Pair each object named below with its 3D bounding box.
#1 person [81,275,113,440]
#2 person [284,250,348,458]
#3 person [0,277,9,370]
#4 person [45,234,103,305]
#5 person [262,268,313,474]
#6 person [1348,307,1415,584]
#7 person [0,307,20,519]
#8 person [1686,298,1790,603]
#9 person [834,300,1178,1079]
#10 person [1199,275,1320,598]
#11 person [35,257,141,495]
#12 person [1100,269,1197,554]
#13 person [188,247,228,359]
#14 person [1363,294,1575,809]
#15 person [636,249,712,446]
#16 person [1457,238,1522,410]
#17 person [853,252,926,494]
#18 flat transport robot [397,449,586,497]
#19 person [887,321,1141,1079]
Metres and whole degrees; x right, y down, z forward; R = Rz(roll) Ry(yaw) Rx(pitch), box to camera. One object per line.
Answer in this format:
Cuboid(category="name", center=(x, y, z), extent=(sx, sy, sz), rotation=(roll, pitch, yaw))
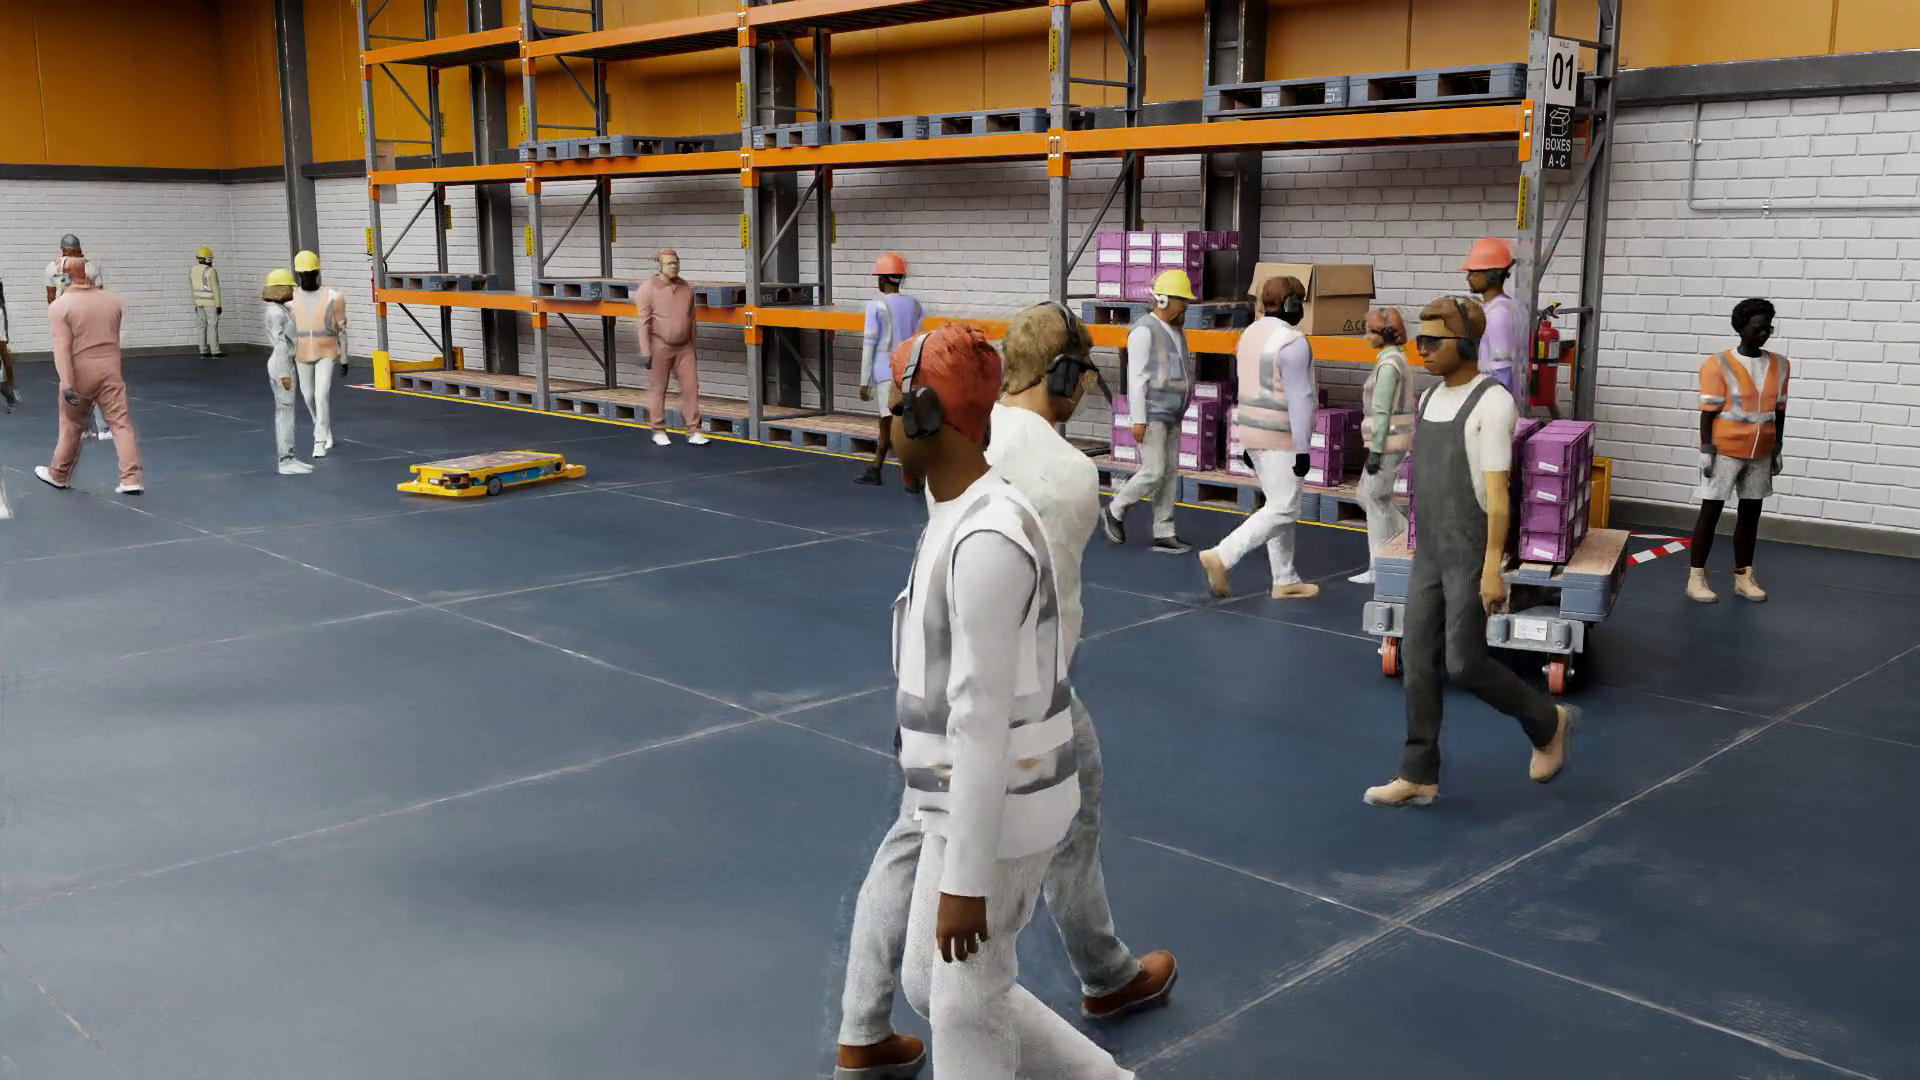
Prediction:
Cuboid(category="person", center=(-8.643, -1.807, 16.512), extent=(0.498, 1.632, 0.285), rotation=(3, 11, 14))
Cuboid(category="person", center=(-5.975, -1.736, 15.438), extent=(0.589, 1.893, 0.894), rotation=(-2, 11, -9))
Cuboid(category="person", center=(-11.286, -2.420, 19.112), extent=(0.611, 1.899, 0.526), rotation=(-9, 14, -41))
Cuboid(category="person", center=(-11.856, -3.080, 22.338), extent=(0.688, 2.000, 0.539), rotation=(-5, 11, -25))
Cuboid(category="person", center=(-5.758, -1.441, 14.221), extent=(0.299, 1.743, 0.487), rotation=(-4, 11, -20))
Cuboid(category="person", center=(2.461, -0.529, 9.570), extent=(0.401, 1.616, 0.538), rotation=(3, 11, 17))
Cuboid(category="person", center=(-7.100, -1.068, 11.901), extent=(0.673, 1.840, 0.563), rotation=(6, 12, 28))
Cuboid(category="person", center=(4.292, -0.487, 9.168), extent=(0.536, 1.688, 0.323), rotation=(-2, 11, -9))
Cuboid(category="person", center=(0.098, 0.372, 4.015), extent=(1.064, 1.881, 0.647), rotation=(-8, 13, -37))
Cuboid(category="person", center=(1.666, -0.537, 9.107), extent=(0.714, 1.817, 0.638), rotation=(-3, 11, -15))
Cuboid(category="person", center=(-6.867, -1.279, 13.035), extent=(1.029, 1.847, 0.655), rotation=(6, 12, 28))
Cuboid(category="person", center=(1.233, -0.813, 10.603), extent=(0.535, 1.815, 0.619), rotation=(7, 13, 35))
Cuboid(category="person", center=(-12.351, -3.888, 27.320), extent=(0.600, 1.827, 0.404), rotation=(5, 11, 25))
Cuboid(category="person", center=(1.816, 0.055, 5.846), extent=(0.713, 1.821, 0.544), rotation=(-3, 11, -17))
Cuboid(category="person", center=(-2.716, -1.812, 15.848), extent=(0.678, 1.875, 0.854), rotation=(-8, 13, -38))
Cuboid(category="person", center=(3.337, -0.820, 10.107), extent=(0.900, 2.015, 0.602), rotation=(4, 11, 21))
Cuboid(category="person", center=(-0.522, -1.323, 13.175), extent=(0.970, 1.896, 0.556), rotation=(10, 14, 43))
Cuboid(category="flat transport robot", center=(-3.743, -0.549, 13.368), extent=(0.652, 0.197, 1.431), rotation=(6, 12, 29))
Cuboid(category="person", center=(0.092, 0.523, 3.167), extent=(0.587, 1.870, 0.609), rotation=(-2, 11, -9))
